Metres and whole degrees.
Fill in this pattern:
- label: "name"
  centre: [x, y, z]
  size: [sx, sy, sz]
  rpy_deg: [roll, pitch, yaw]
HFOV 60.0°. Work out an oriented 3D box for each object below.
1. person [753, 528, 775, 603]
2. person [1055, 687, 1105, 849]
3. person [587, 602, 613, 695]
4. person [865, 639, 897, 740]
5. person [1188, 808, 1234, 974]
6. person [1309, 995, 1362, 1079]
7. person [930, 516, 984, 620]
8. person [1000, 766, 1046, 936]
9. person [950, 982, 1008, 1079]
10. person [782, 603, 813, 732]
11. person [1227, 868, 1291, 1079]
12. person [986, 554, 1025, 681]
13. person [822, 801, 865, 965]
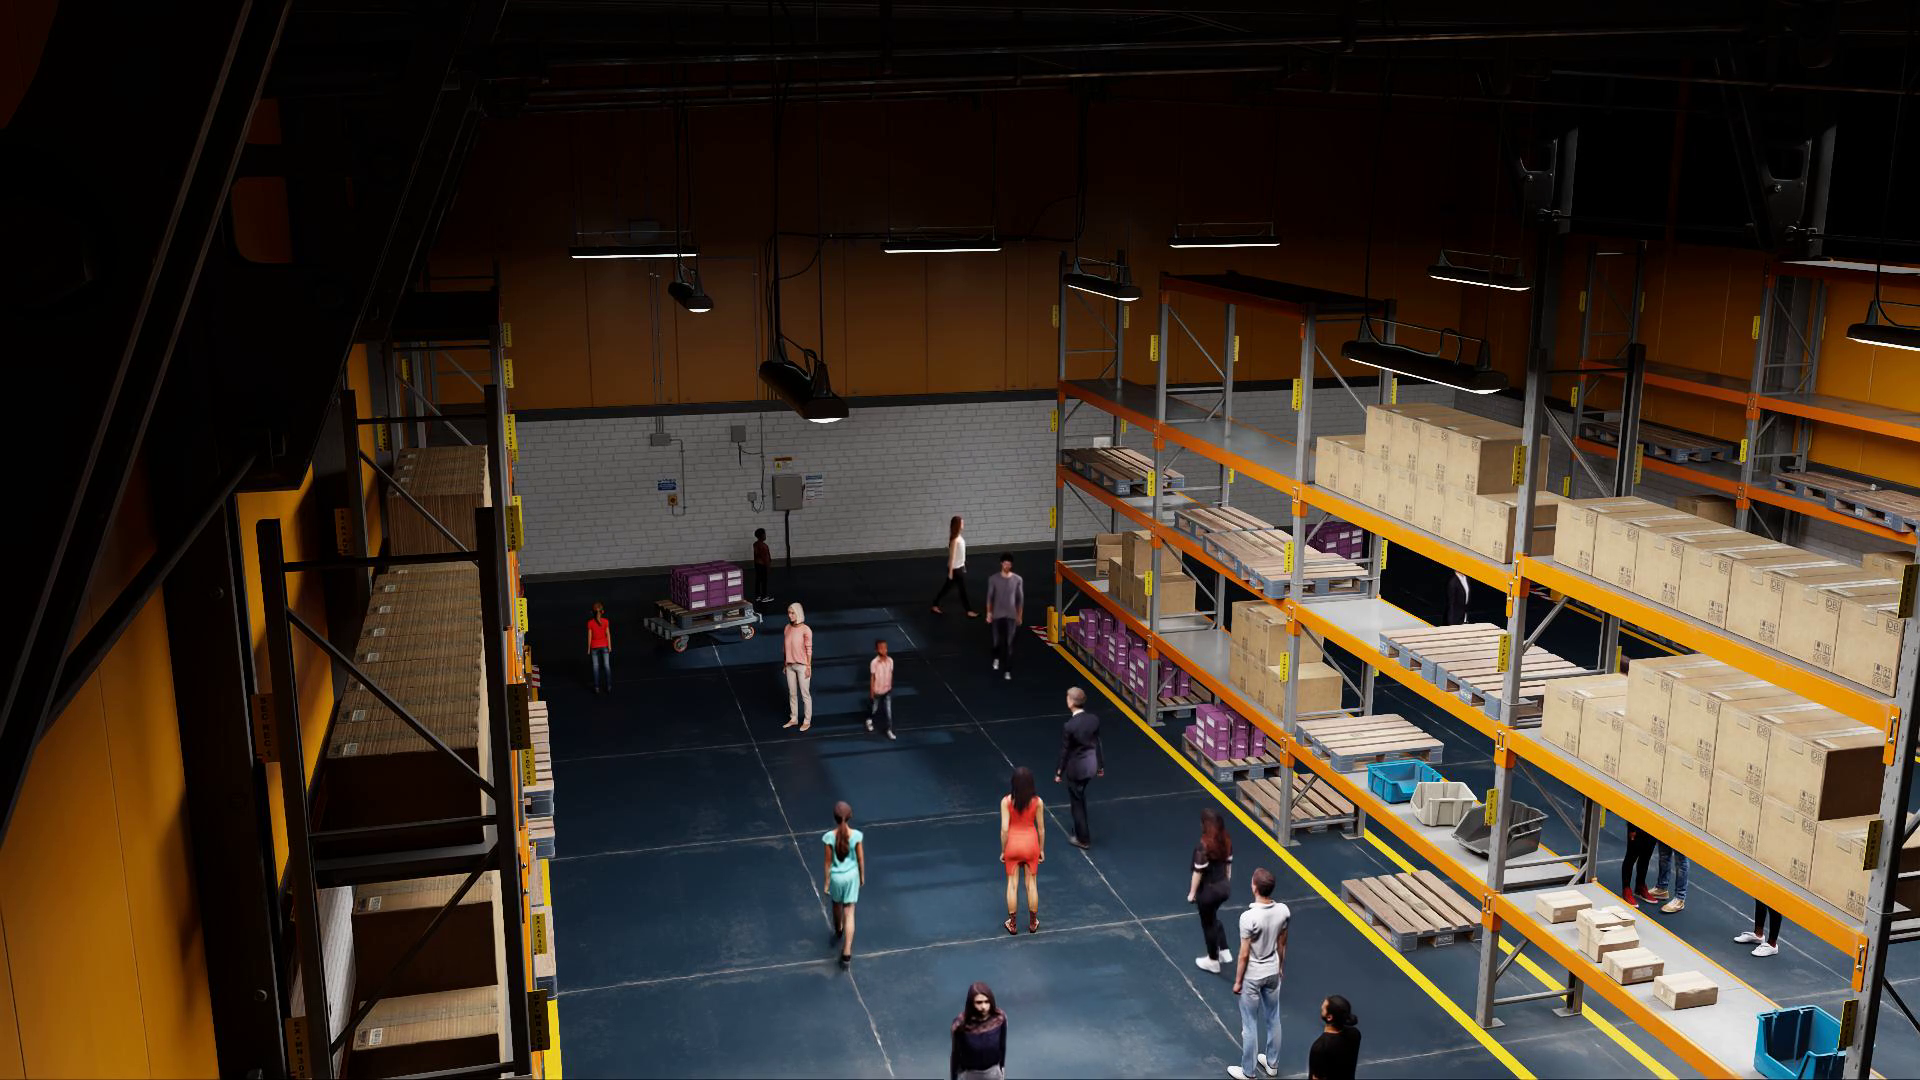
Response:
- label: "person"
  centre: [-3.350, 0.414, 28.045]
  size: [0.545, 1.254, 0.651]
  rpy_deg: [13, 19, 43]
- label: "person"
  centre: [1.365, 2.513, 18.211]
  size: [0.819, 1.801, 0.815]
  rpy_deg: [-10, 17, -35]
- label: "person"
  centre: [-5.075, 1.509, 23.403]
  size: [0.518, 1.310, 0.530]
  rpy_deg: [-6, 15, -23]
- label: "person"
  centre: [-1.059, 1.926, 21.724]
  size: [0.617, 1.290, 0.921]
  rpy_deg: [-7, 15, -27]
- label: "person"
  centre: [2.399, 3.281, 15.414]
  size: [0.736, 1.626, 0.787]
  rpy_deg: [-12, 18, -41]
- label: "person"
  centre: [2.657, 4.058, 11.926]
  size: [0.729, 1.757, 0.745]
  rpy_deg: [-12, 18, -42]
- label: "person"
  centre: [-0.169, 0.473, 26.892]
  size: [0.896, 1.681, 1.102]
  rpy_deg: [1, 14, 4]
- label: "person"
  centre: [0.601, 3.026, 16.267]
  size: [0.621, 1.719, 0.556]
  rpy_deg: [-1, 14, -6]
- label: "person"
  centre: [0.119, 4.014, 12.451]
  size: [0.608, 1.596, 0.674]
  rpy_deg: [-3, 14, -14]
- label: "person"
  centre: [-2.135, 1.654, 21.922]
  size: [0.677, 1.725, 0.733]
  rpy_deg: [7, 15, 28]
- label: "person"
  centre: [2.476, 3.580, 13.697]
  size: [0.700, 1.851, 0.636]
  rpy_deg: [-8, 16, -30]
- label: "person"
  centre: [0.635, 1.075, 24.069]
  size: [0.789, 1.839, 0.855]
  rpy_deg: [0, 14, -1]
- label: "person"
  centre: [-1.095, 3.255, 15.752]
  size: [0.651, 1.517, 1.092]
  rpy_deg: [-2, 14, -7]
